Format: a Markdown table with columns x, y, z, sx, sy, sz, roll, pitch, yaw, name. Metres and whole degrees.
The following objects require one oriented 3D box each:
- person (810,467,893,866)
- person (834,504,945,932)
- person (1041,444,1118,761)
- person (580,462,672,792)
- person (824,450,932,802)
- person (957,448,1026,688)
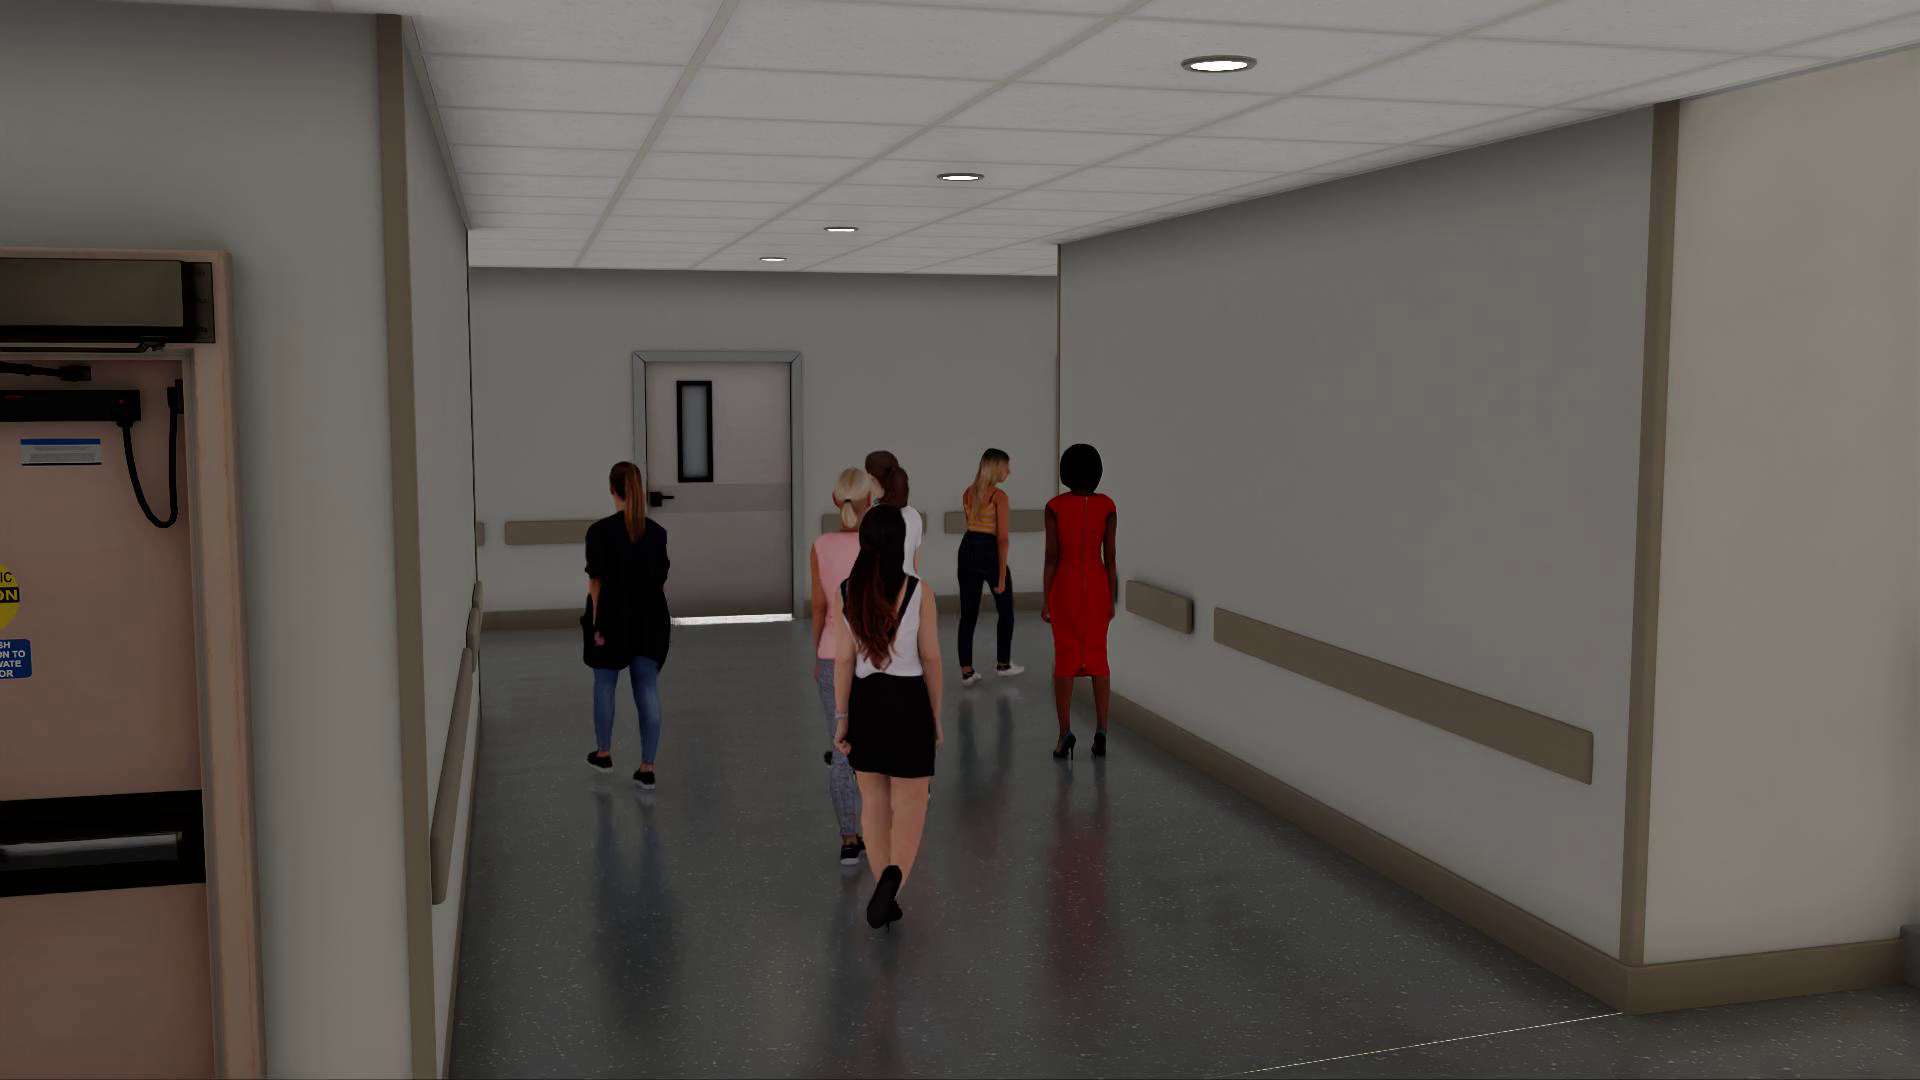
| x | y | z | sx | sy | sz | roll | pitch | yaw | name |
| --- | --- | --- | --- | --- | --- | --- | --- | --- | --- |
| -0.460 | 0.555 | 7.156 | 0.621 | 1.720 | 0.710 | 1 | 6 | 9 | person |
| -0.274 | 0.702 | 6.120 | 0.961 | 1.633 | 0.814 | 0 | 6 | 0 | person |
| 0.663 | 0.336 | 9.207 | 0.442 | 1.744 | 0.643 | -1 | 6 | -11 | person |
| -1.659 | 0.454 | 8.472 | 0.840 | 1.657 | 0.790 | -3 | 6 | -25 | person |
| -0.292 | 0.449 | 8.235 | 1.027 | 1.714 | 0.847 | -3 | 7 | -31 | person |
| 0.112 | 0.199 | 11.247 | 0.870 | 1.609 | 0.944 | 3 | 7 | 31 | person |
